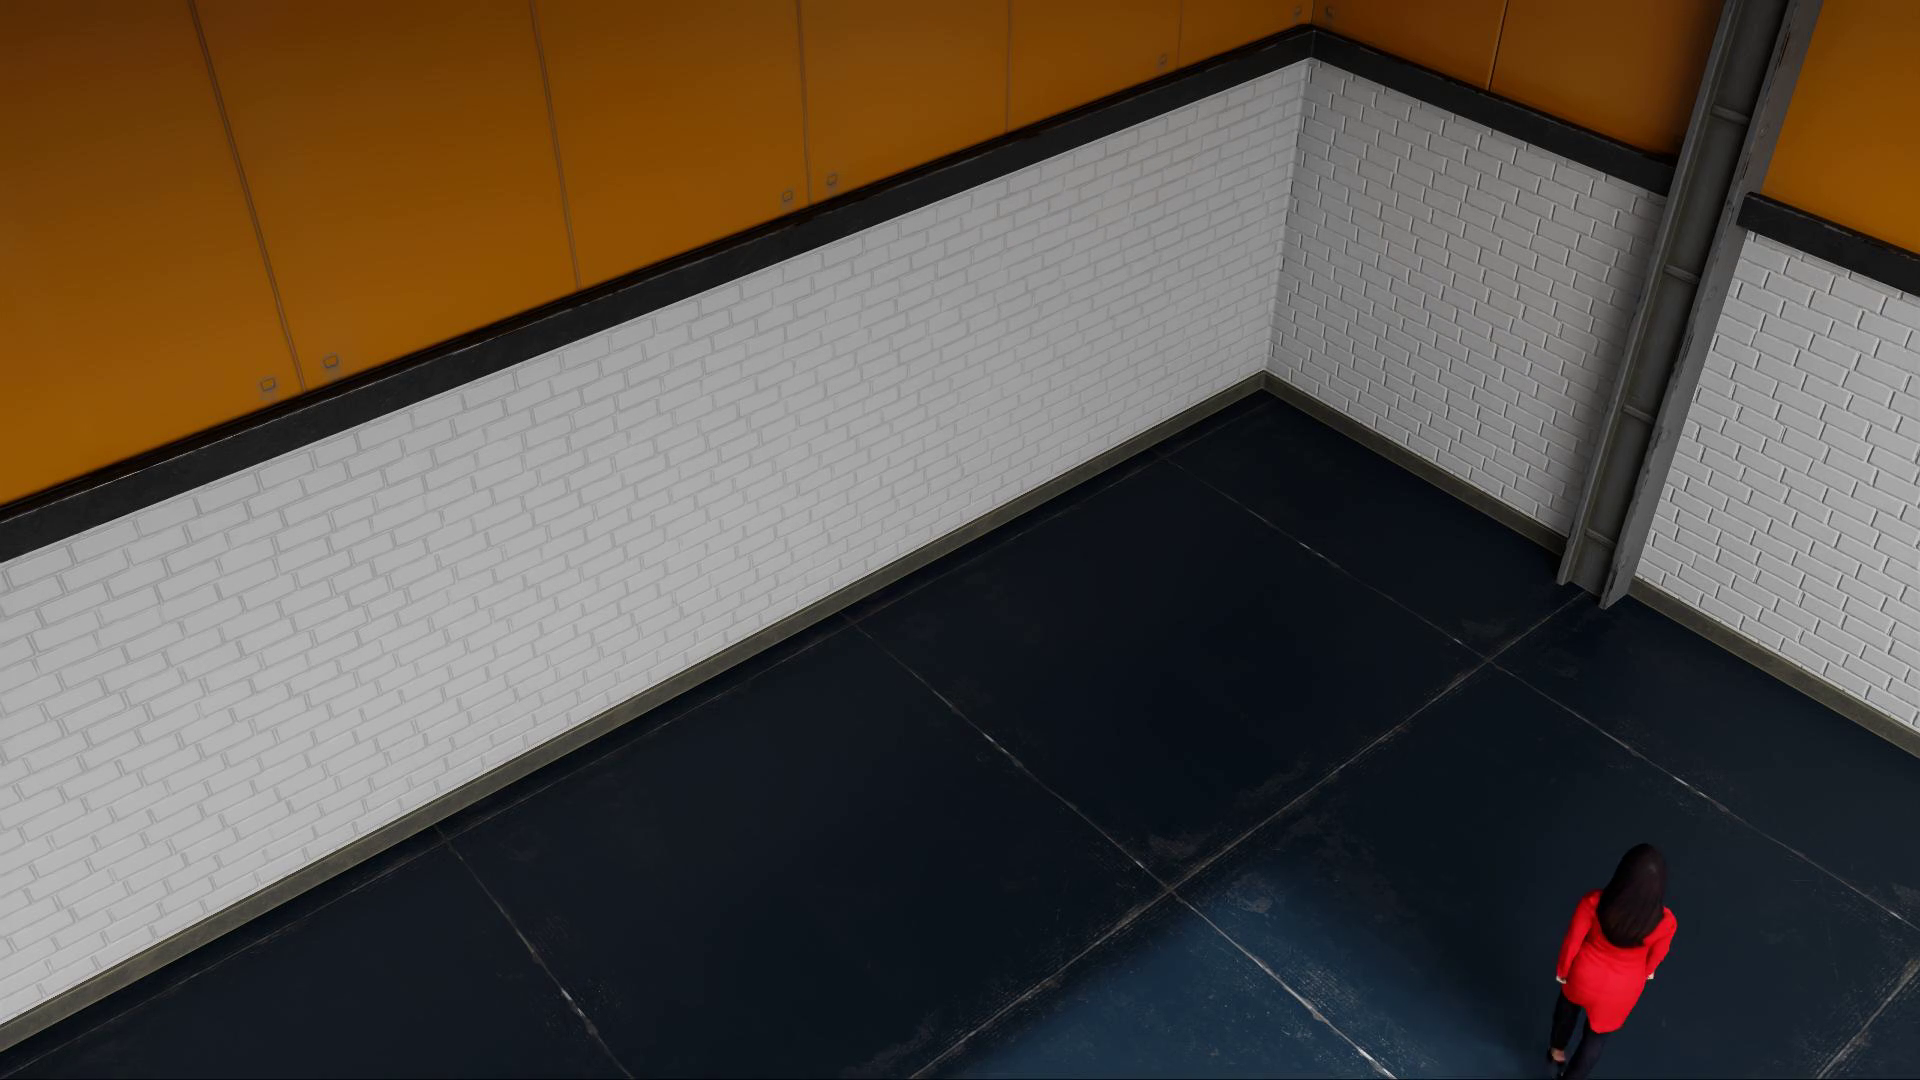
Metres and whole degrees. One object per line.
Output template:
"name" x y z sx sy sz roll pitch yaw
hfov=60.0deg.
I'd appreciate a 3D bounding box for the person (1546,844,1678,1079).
"person" 3.046 2.162 7.902 0.692 1.735 0.777 17 42 21
